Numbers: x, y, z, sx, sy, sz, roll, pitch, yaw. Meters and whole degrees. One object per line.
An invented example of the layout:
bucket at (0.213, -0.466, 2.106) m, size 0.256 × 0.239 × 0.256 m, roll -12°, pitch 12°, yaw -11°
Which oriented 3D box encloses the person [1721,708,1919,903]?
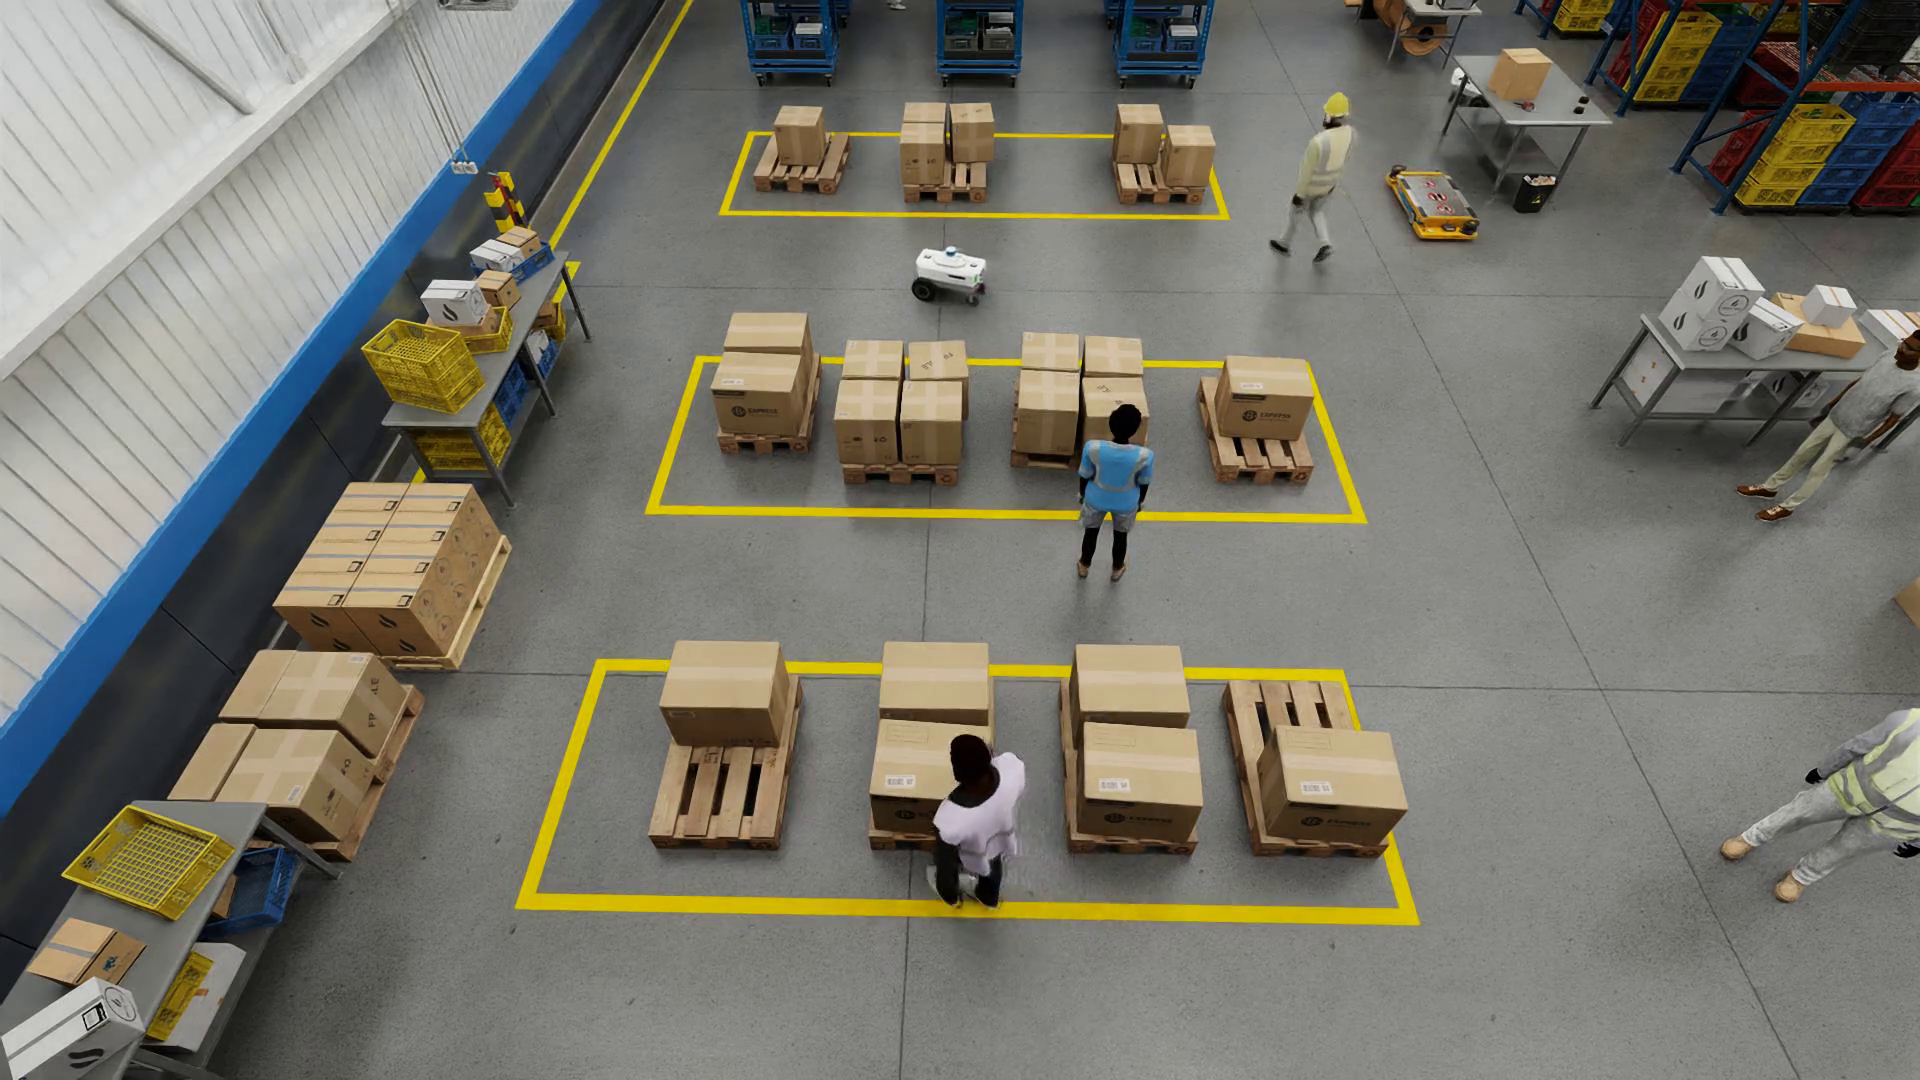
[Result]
person at (5.173, 1.498, 5.187) m, size 0.429 × 1.844 × 0.625 m, roll -27°, pitch 54°, yaw -21°

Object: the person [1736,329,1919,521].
person at (6.968, -0.888, 7.236) m, size 0.329 × 1.868 × 0.515 m, roll 1°, pitch 49°, yaw 1°

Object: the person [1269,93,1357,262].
person at (3.855, -3.815, 9.808) m, size 0.602 × 1.813 × 0.692 m, roll -23°, pitch 53°, yaw -18°

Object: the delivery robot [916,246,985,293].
delivery robot at (-0.097, -2.889, 9.769) m, size 0.707 × 0.478 × 0.477 m, roll 14°, pitch 51°, yaw 12°

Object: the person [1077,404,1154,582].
person at (1.132, -0.320, 6.854) m, size 0.539 × 1.695 × 0.319 m, roll 9°, pitch 50°, yaw 8°

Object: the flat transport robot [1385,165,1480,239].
flat transport robot at (5.692, -4.094, 11.059) m, size 0.652 × 0.197 × 1.431 m, roll 1°, pitch 49°, yaw 1°

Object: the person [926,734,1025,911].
person at (0.037, 1.579, 5.078) m, size 0.609 × 1.896 × 0.611 m, roll -30°, pitch 56°, yaw -24°

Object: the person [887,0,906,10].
person at (-1.097, -9.563, 14.891) m, size 0.307 × 1.643 × 0.514 m, roll -11°, pitch 50°, yaw -9°
